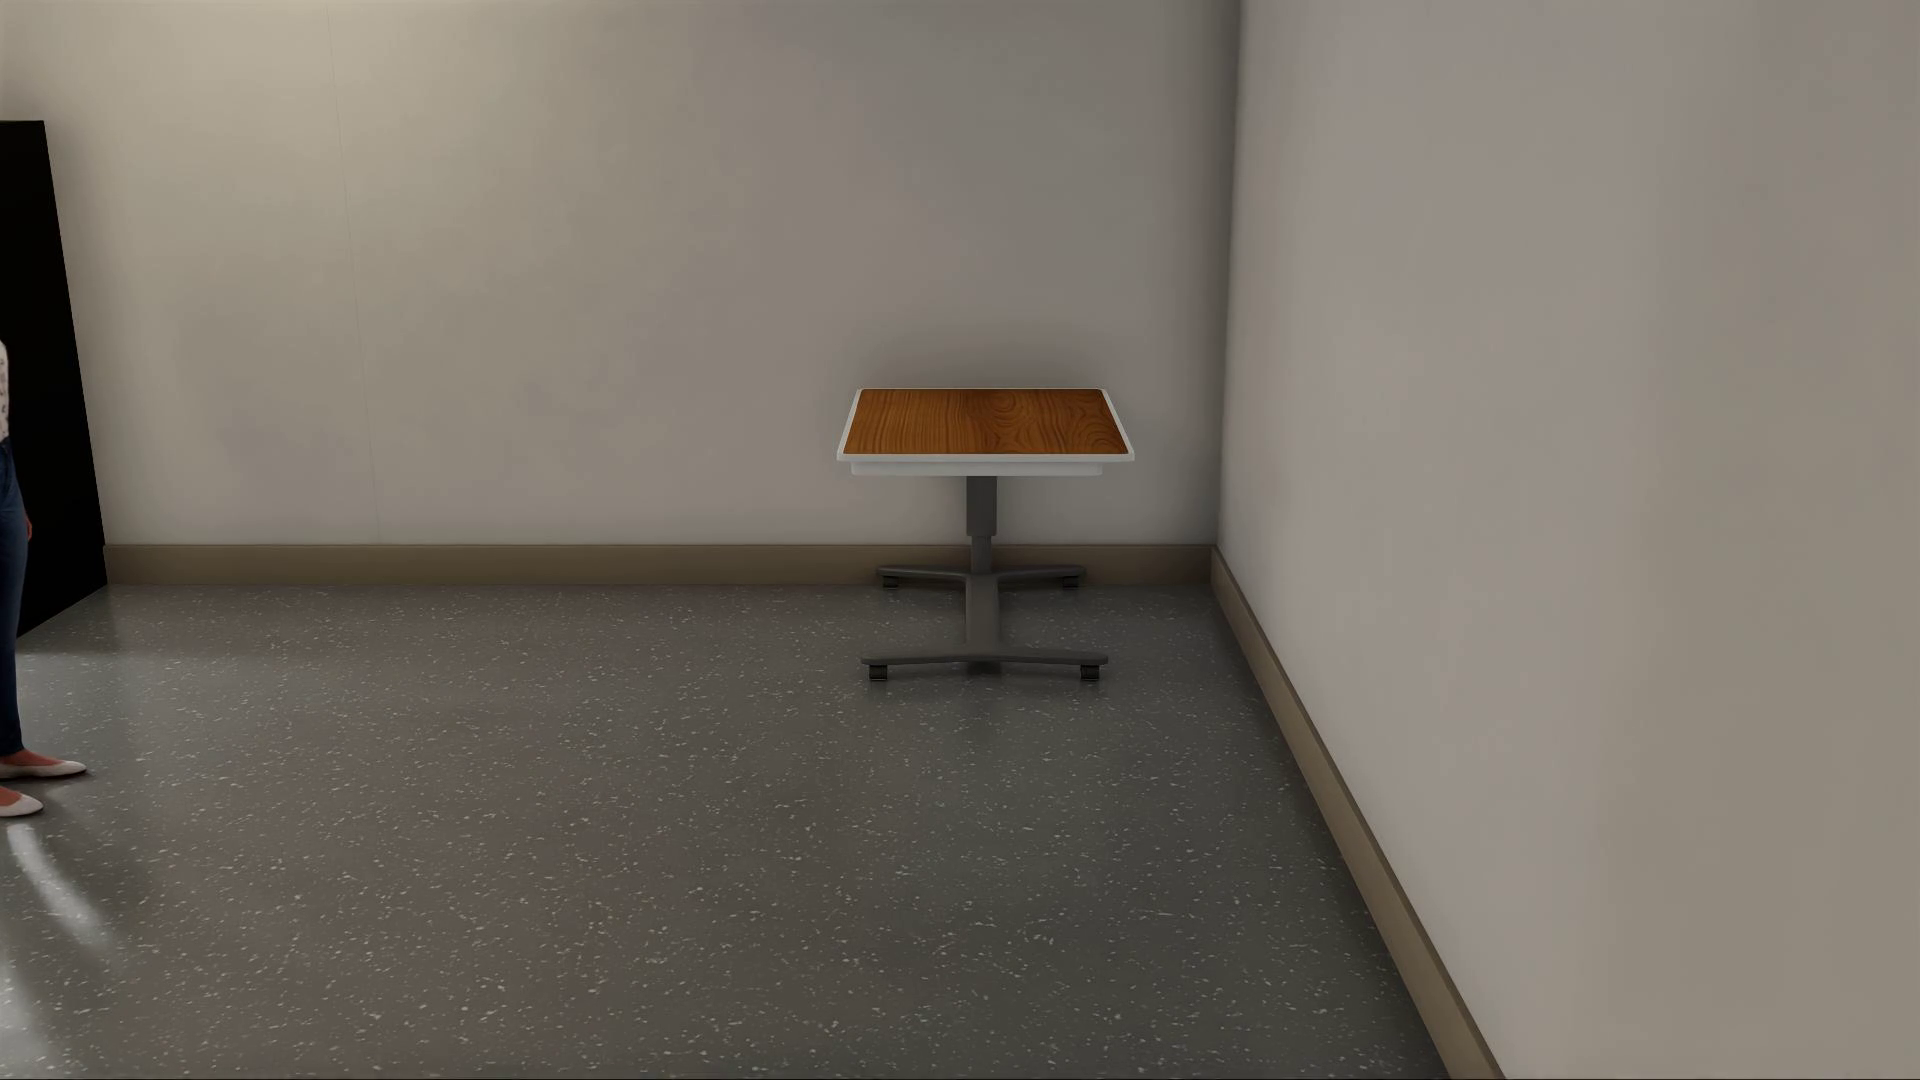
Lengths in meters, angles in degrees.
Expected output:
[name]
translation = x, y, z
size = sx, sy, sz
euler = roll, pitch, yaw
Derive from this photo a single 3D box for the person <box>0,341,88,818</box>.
[person]
translation = -2.751, -0.105, 4.582
size = 0.504, 1.728, 0.570
euler = 0, 16, -1
